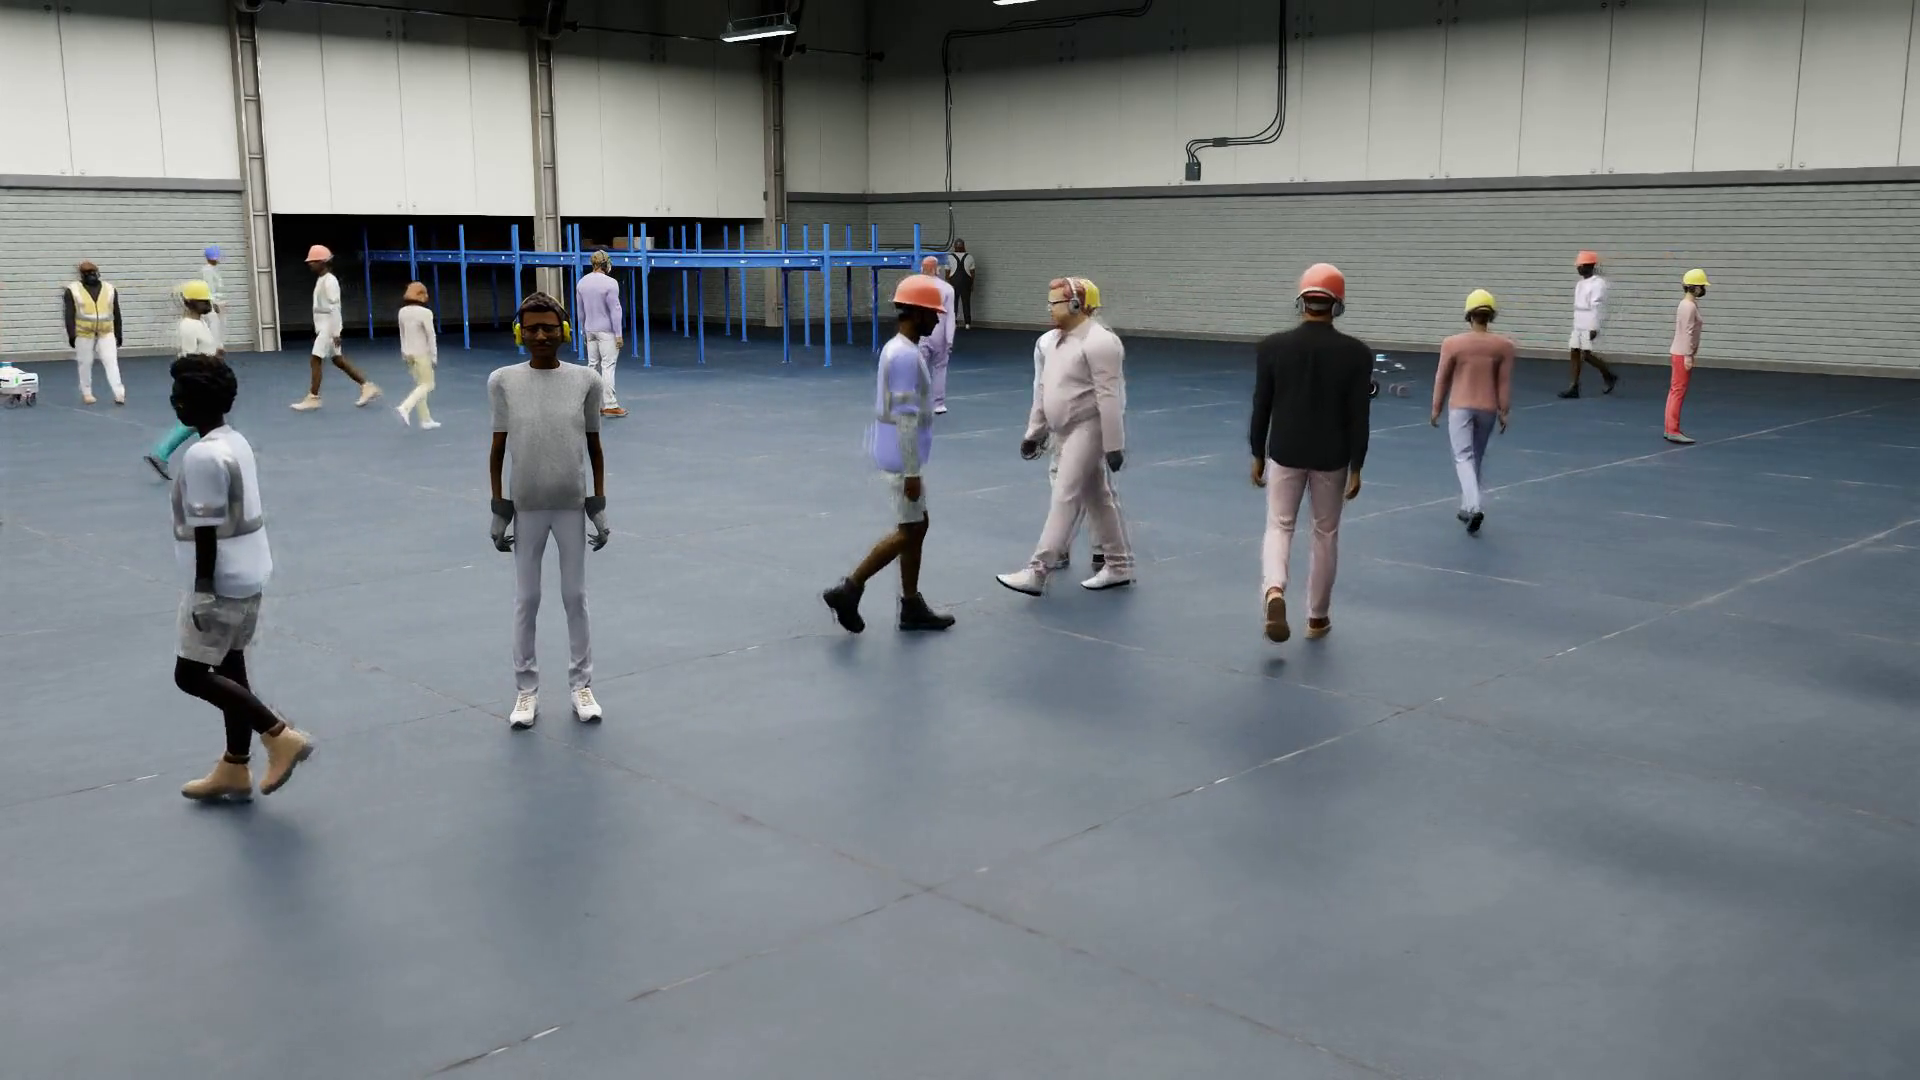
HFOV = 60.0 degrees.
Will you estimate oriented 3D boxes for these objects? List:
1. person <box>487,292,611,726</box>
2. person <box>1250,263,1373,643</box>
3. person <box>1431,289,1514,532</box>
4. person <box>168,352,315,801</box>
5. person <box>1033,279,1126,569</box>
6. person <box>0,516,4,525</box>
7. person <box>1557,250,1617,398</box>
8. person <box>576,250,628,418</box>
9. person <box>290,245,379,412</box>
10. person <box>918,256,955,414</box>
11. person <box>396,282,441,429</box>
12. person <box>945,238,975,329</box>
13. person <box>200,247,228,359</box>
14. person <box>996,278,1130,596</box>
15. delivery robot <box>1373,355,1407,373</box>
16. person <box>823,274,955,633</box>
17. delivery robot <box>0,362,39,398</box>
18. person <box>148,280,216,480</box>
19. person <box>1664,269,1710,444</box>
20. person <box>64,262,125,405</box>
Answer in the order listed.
[{"bbox_3d":[-1.781,-0.133,7.222,0.513,1.872,0.328,-3,11,-17],"label":"person"},{"bbox_3d":[1.789,-0.432,8.578,0.616,1.975,0.797,3,11,17],"label":"person"},{"bbox_3d":[3.717,-0.941,12.024,0.534,1.737,0.851,0,10,0],"label":"person"},{"bbox_3d":[-2.695,0.154,6.141,0.411,1.685,0.556,-2,11,-10],"label":"person"},{"bbox_3d":[0.766,-0.737,10.613,0.592,1.833,0.404,4,11,19],"label":"person"},{"bbox_3d":[-7.387,-0.967,11.700,0.641,1.907,0.943,8,13,37],"label":"person"},{"bbox_3d":[8.224,-2.813,21.707,0.657,1.920,0.551,-2,11,-13],"label":"person"},{"bbox_3d":[-4.191,-2.415,19.473,0.637,1.938,0.357,7,12,33],"label":"person"},{"bbox_3d":[-7.650,-2.590,20.274,1.020,2.004,0.623,-5,12,-27],"label":"person"},{"bbox_3d":[-0.375,-2.395,19.546,0.653,1.877,0.870,2,11,13],"label":"person"},{"bbox_3d":[-5.925,-1.998,18.090,0.503,1.613,0.582,6,12,30],"label":"person"},{"bbox_3d":[-0.014,-5.809,37.822,0.688,2.000,0.539,-1,10,-7],"label":"person"},{"bbox_3d":[-12.904,-4.094,28.801,0.390,1.921,0.767,0,10,-2],"label":"person"},{"bbox_3d":[0.614,-0.601,9.806,0.972,1.855,0.658,-3,11,-18],"label":"person"},{"bbox_3d":[5.538,-2.331,21.929,0.698,0.223,0.335,-1,10,-10],"label":"delivery robot"},{"bbox_3d":[-0.357,-0.443,8.819,0.599,1.927,0.576,-1,10,-5],"label":"person"},{"bbox_3d":[-11.853,-1.976,20.719,0.707,0.478,0.477,4,11,21],"label":"delivery robot"},{"bbox_3d":[-6.582,-1.354,14.257,0.797,1.742,0.531,-3,11,-14],"label":"person"},{"bbox_3d":[7.464,-1.888,17.073,0.331,1.768,0.526,3,11,18],"label":"person"},{"bbox_3d":[-10.836,-2.584,20.844,0.651,1.778,0.940,-8,13,-36],"label":"person"}]
